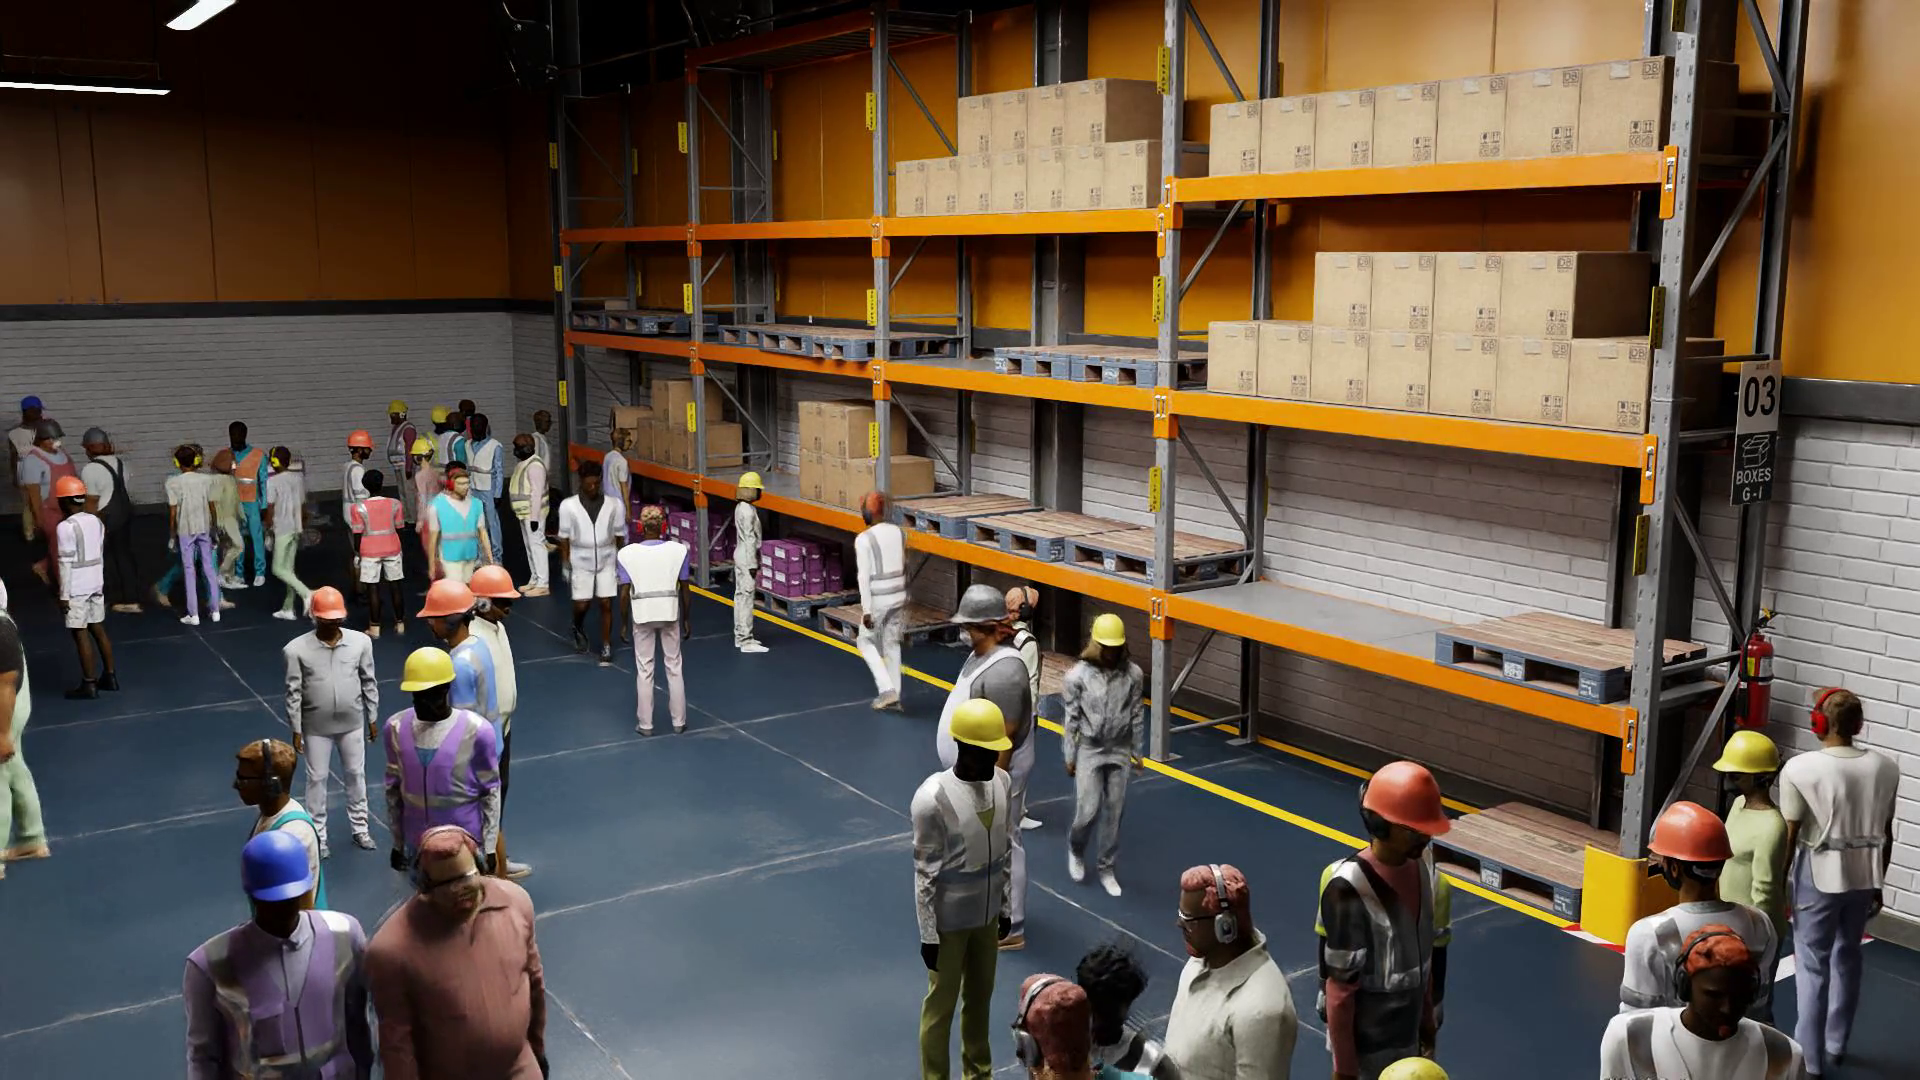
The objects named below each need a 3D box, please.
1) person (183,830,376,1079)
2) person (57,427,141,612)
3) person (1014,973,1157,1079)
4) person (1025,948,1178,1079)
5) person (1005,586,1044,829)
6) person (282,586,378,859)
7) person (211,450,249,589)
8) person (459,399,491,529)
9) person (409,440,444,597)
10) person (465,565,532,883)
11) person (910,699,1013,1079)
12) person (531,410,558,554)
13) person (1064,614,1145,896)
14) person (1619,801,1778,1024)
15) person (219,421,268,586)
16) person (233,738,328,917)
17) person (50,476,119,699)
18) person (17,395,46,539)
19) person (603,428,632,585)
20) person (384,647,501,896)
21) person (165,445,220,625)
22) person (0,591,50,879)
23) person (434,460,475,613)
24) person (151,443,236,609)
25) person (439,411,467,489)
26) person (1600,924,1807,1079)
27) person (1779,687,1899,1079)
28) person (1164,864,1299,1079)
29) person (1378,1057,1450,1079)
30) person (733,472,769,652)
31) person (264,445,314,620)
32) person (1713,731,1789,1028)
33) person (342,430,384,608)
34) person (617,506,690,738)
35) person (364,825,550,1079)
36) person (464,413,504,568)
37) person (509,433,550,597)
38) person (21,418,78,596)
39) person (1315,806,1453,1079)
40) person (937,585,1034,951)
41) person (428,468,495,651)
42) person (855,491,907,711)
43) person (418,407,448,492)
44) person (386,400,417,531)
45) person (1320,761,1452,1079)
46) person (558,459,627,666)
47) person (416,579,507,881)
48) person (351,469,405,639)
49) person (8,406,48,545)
[{"bbox_3d":[-2.241,1.896,5.562,0.606,1.947,0.406,-8,13,-41],"label":"person"},{"bbox_3d":[-9.224,-0.224,17.731,0.895,2.000,0.692,2,10,13],"label":"person"},{"bbox_3d":[0.261,2.092,4.633,0.657,1.866,0.859,-5,11,-28],"label":"person"},{"bbox_3d":[0.475,2.060,5.420,0.557,1.659,0.662,6,11,32],"label":"person"},{"bbox_3d":[0.380,1.113,11.093,0.314,1.629,0.509,-4,11,-23],"label":"person"},{"bbox_3d":[-3.973,1.146,10.561,0.566,1.744,0.350,-6,12,-33],"label":"person"},{"bbox_3d":[-8.287,-0.224,18.943,0.350,1.617,0.504,-1,10,-7],"label":"person"},{"bbox_3d":[-6.802,-1.035,23.121,0.432,1.836,0.632,8,12,38],"label":"person"},{"bbox_3d":[-5.993,-0.246,18.671,0.327,1.767,0.533,1,10,4],"label":"person"},{"bbox_3d":[-2.806,1.128,9.965,0.410,1.986,0.615,1,10,4],"label":"person"},{"bbox_3d":[0.044,1.621,7.270,0.395,1.918,0.585,9,13,42],"label":"person"},{"bbox_3d":[-5.381,-0.751,21.406,0.324,1.841,0.517,-1,10,-4],"label":"person"},{"bbox_3d":[0.863,1.272,9.888,0.483,1.728,0.391,-3,10,-16],"label":"person"},{"bbox_3d":[2.527,1.862,5.829,0.543,1.929,0.386,-2,10,-10],"label":"person"},{"bbox_3d":[-8.285,-0.422,19.252,0.587,1.920,0.391,0,10,3],"label":"person"},{"bbox_3d":[-2.802,1.714,6.927,0.348,1.846,0.506,-6,11,-30],"label":"person"},{"bbox_3d":[-7.606,0.409,14.374,0.395,1.925,0.543,1,10,4],"label":"person"},{"bbox_3d":[-12.500,-0.981,22.472,0.406,1.947,0.615,-4,10,-21],"label":"person"},{"bbox_3d":[-3.962,-0.389,19.312,0.339,1.834,0.523,-7,12,-34],"label":"person"},{"bbox_3d":[-2.548,1.460,8.182,0.589,1.927,0.388,2,10,10],"label":"person"},{"bbox_3d":[-7.958,-0.053,17.247,0.319,1.865,0.521,9,13,44],"label":"person"},{"bbox_3d":[-5.979,1.066,10.158,0.536,2.000,0.697,-6,12,-33],"label":"person"},{"bbox_3d":[-5.251,0.006,17.383,0.317,1.698,0.540,4,10,21],"label":"person"},{"bbox_3d":[-8.287,-0.138,17.883,0.749,1.829,0.523,2,10,11],"label":"person"},{"bbox_3d":[-6.415,-0.726,21.267,0.429,1.841,0.634,-9,13,-43],"label":"person"},{"bbox_3d":[2.175,2.038,4.956,0.584,1.879,0.367,2,10,12],"label":"person"},{"bbox_3d":[4.023,1.593,7.704,0.564,1.830,0.479,-2,10,-9],"label":"person"},{"bbox_3d":[0.835,1.960,5.363,0.400,1.895,0.650,-2,10,-9],"label":"person"},{"bbox_3d":[1.158,2.200,4.408,0.323,1.737,0.484,-4,10,-21],"label":"person"},{"bbox_3d":[-2.030,0.208,16.078,0.313,1.740,0.487,-3,10,-16],"label":"person"},{"bbox_3d":[-6.971,-0.058,17.347,0.624,1.840,0.580,4,11,23],"label":"person"},{"bbox_3d":[3.432,1.695,7.293,0.339,1.762,0.525,2,10,11],"label":"person"},{"bbox_3d":[-6.510,-0.231,18.108,0.387,1.930,0.544,-6,11,-30],"label":"person"},{"bbox_3d":[-2.414,0.650,13.170,0.564,1.846,0.391,-3,10,-16],"label":"person"},{"bbox_3d":[-1.685,1.888,5.804,0.662,1.880,0.460,-9,13,-43],"label":"person"},{"bbox_3d":[-5.788,-0.589,20.234,0.592,1.919,0.389,5,11,29],"label":"person"},{"bbox_3d":[-4.842,-0.285,18.711,0.430,1.836,0.627,-5,11,-27],"label":"person"},{"bbox_3d":[-10.154,-0.375,18.622,0.658,2.000,0.700,1,10,6],"label":"person"},{"bbox_3d":[1.697,1.830,6.712,0.537,1.691,0.318,2,10,14],"label":"person"},{"bbox_3d":[0.140,1.230,9.200,0.537,2.000,0.691,-1,10,-5],"label":"person"},{"bbox_3d":[-4.658,0.229,15.732,0.911,1.804,0.584,7,12,37],"label":"person"},{"bbox_3d":[-0.652,0.520,13.903,0.417,1.863,0.582,9,13,43],"label":"person"},{"bbox_3d":[-6.636,-0.765,21.330,0.585,1.902,0.498,-8,13,-41],"label":"person"},{"bbox_3d":[-7.773,-1.047,23.206,0.403,1.824,0.594,-7,12,-37],"label":"person"},{"bbox_3d":[1.557,1.774,6.044,0.613,2.033,0.411,-9,13,-44],"label":"person"},{"bbox_3d":[-3.414,0.201,15.497,0.631,1.951,0.546,-4,10,-20],"label":"person"},{"bbox_3d":[-2.778,1.217,9.316,0.421,2.033,0.608,-1,10,-7],"label":"person"},{"bbox_3d":[-5.801,0.137,16.615,0.532,1.697,0.322,-7,12,-37],"label":"person"},{"bbox_3d":[-12.228,-0.846,22.011,0.573,1.831,0.407,-4,10,-21],"label":"person"}]
